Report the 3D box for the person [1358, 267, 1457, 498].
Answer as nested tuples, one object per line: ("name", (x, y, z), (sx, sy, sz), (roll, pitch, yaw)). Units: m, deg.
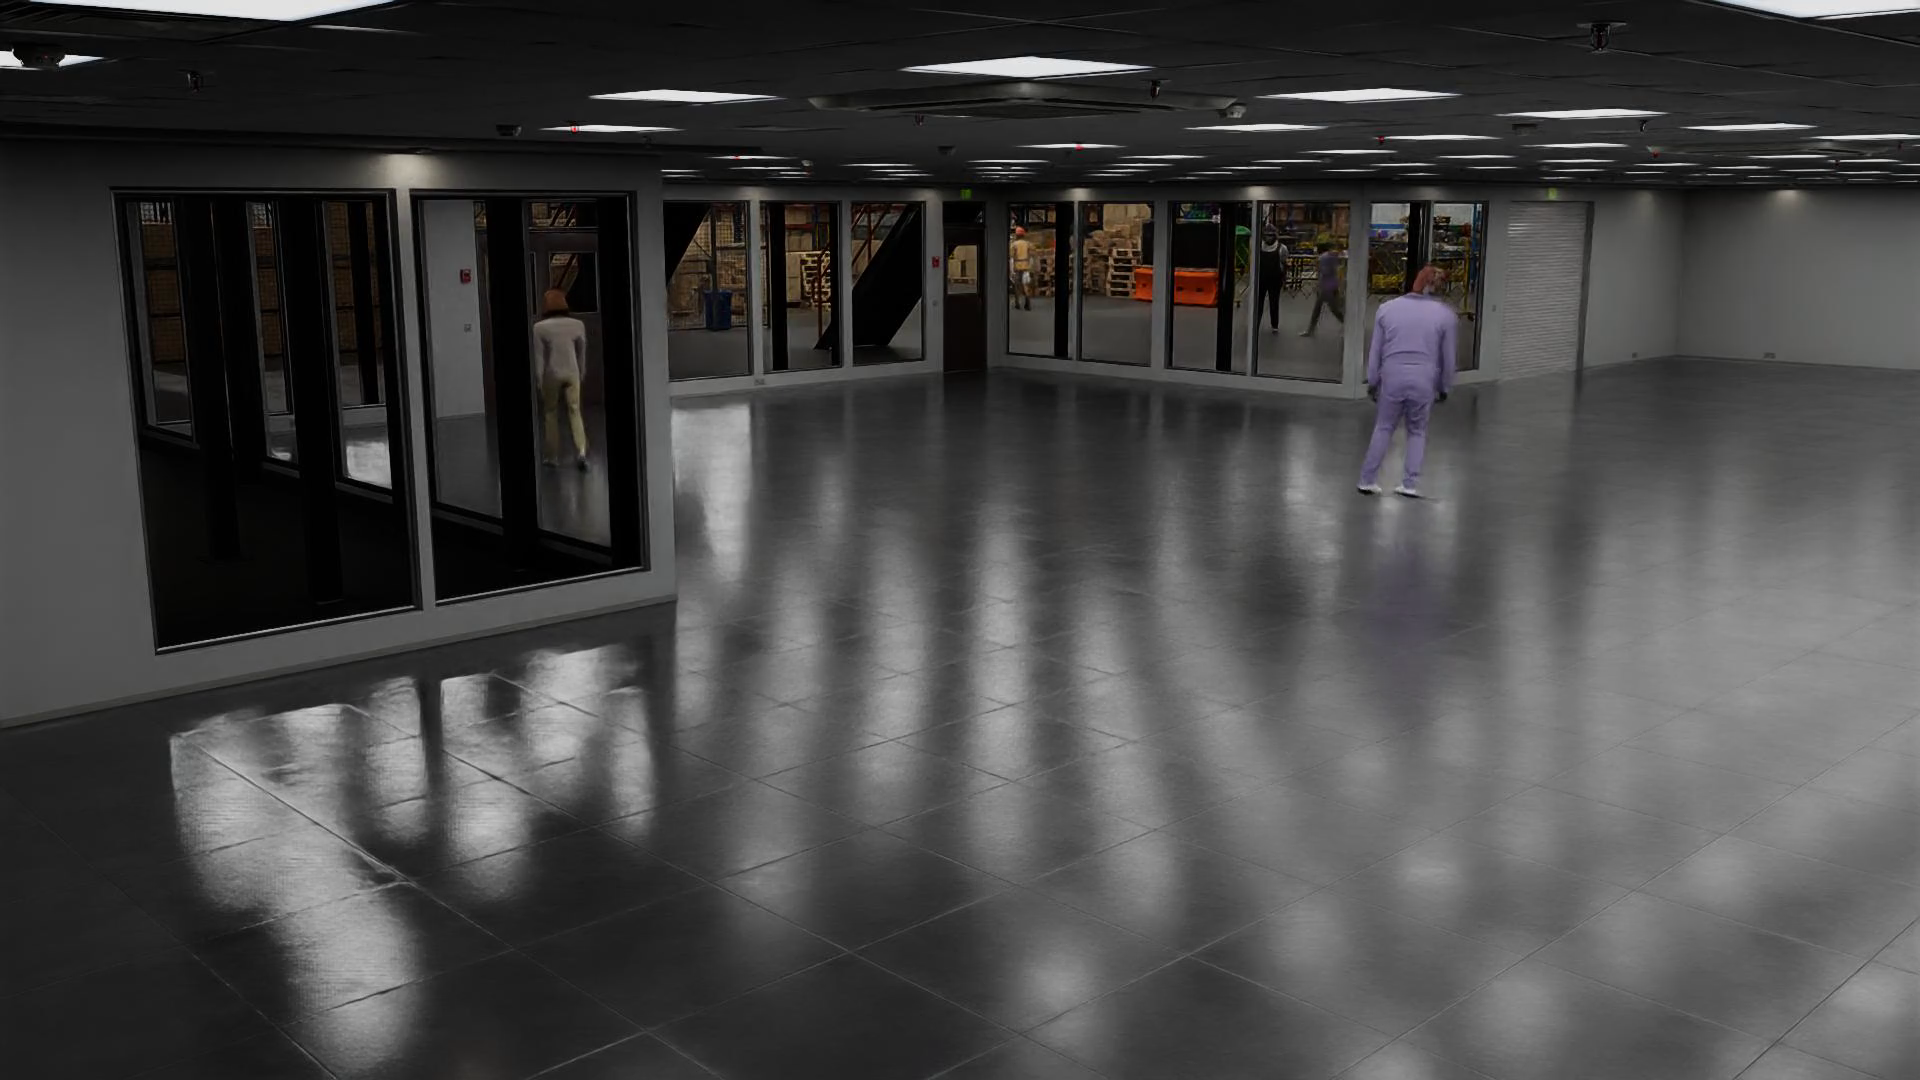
("person", (3.610, -1.250, 13.378), (0.704, 1.859, 0.399), (4, 12, 19))
